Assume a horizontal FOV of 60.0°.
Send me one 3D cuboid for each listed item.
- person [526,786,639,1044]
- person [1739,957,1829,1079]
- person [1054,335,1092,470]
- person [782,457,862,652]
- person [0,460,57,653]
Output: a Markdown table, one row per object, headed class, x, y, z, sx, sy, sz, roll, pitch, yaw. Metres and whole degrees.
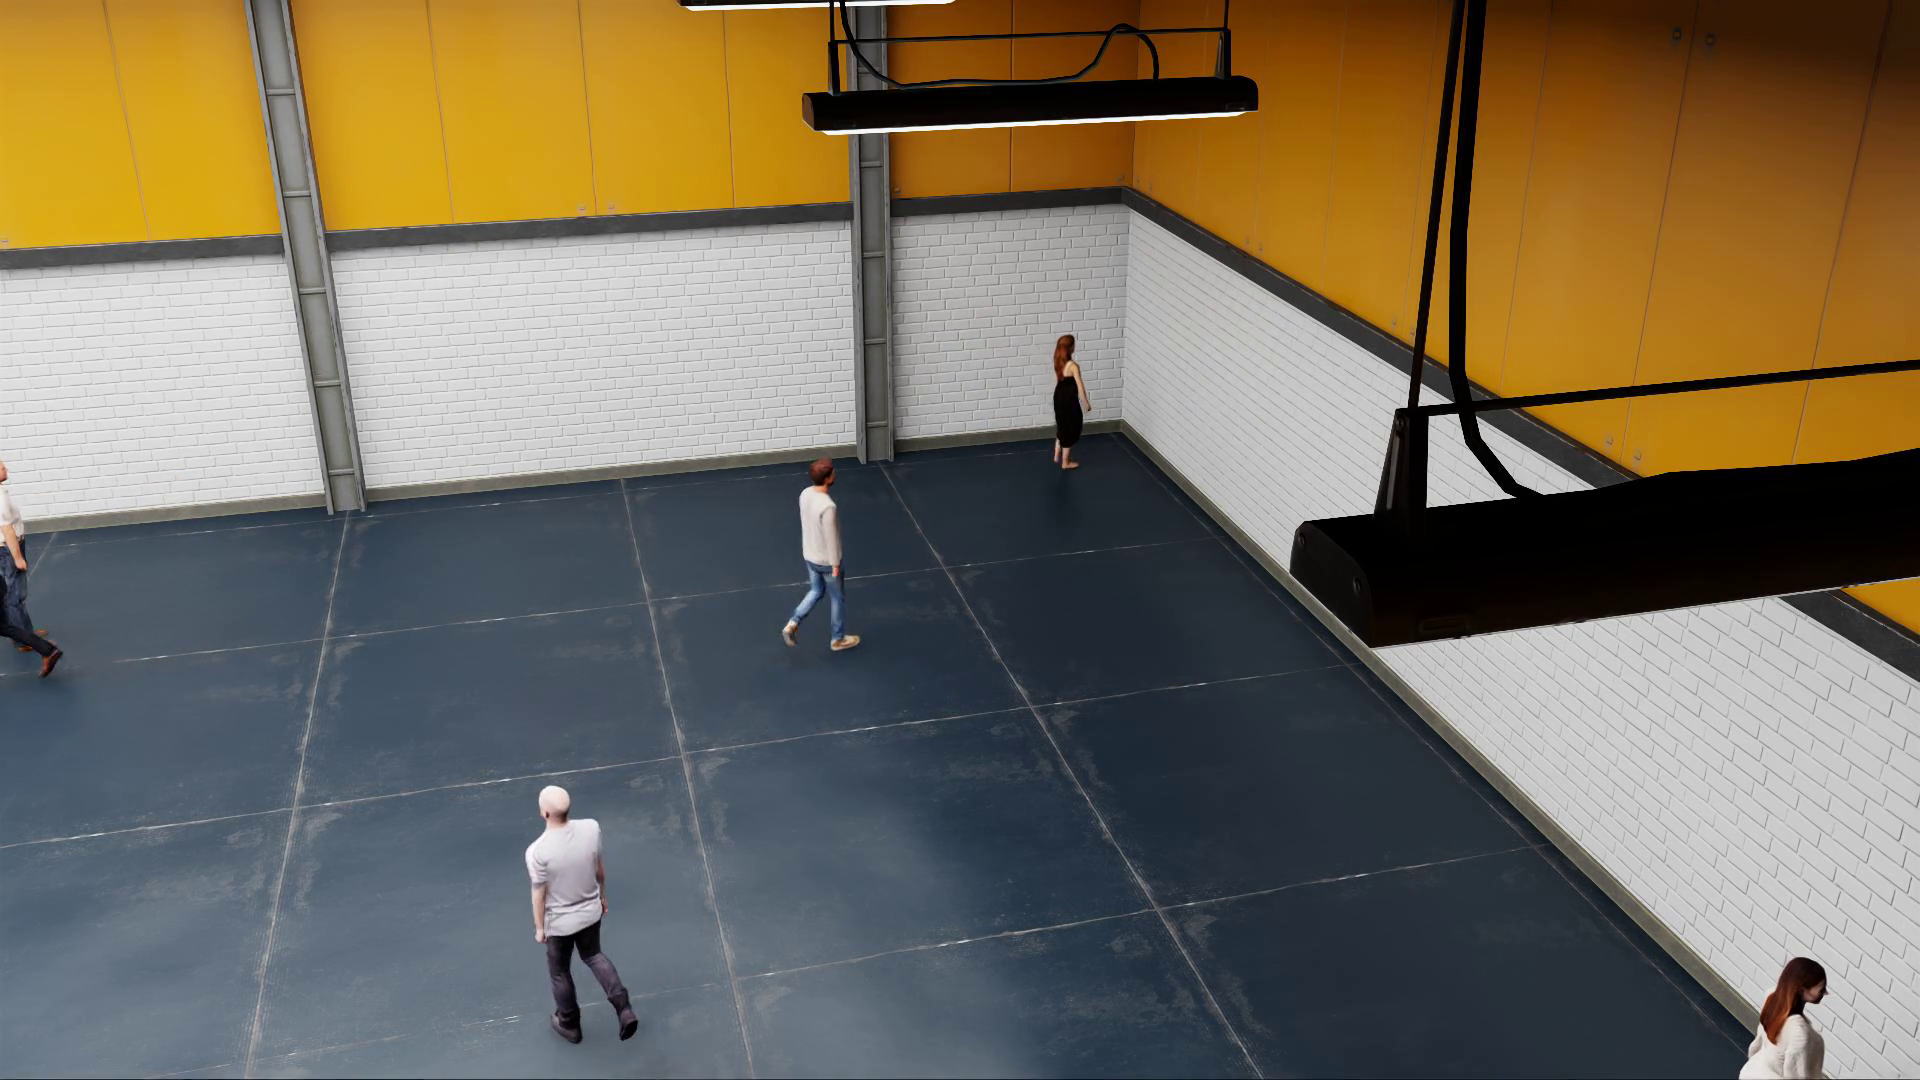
| class | x | y | z | sx | sy | sz | roll | pitch | yaw |
| --- | --- | --- | --- | --- | --- | --- | --- | --- | --- |
| person | -2.308 | 2.323 | 10.084 | 1.000 | 1.820 | 1.008 | 21 | 31 | 39 |
| person | 4.312 | 2.938 | 8.835 | 0.668 | 1.694 | 0.687 | 2 | 24 | 5 |
| person | 1.184 | -1.578 | 19.262 | 0.671 | 1.617 | 0.655 | -13 | 27 | -28 |
| person | -1.295 | 0.173 | 14.922 | 1.106 | 1.884 | 0.926 | -18 | 29 | -35 |
| person | -8.675 | 0.107 | 15.110 | 0.704 | 1.855 | 0.732 | -16 | 28 | -33 |
